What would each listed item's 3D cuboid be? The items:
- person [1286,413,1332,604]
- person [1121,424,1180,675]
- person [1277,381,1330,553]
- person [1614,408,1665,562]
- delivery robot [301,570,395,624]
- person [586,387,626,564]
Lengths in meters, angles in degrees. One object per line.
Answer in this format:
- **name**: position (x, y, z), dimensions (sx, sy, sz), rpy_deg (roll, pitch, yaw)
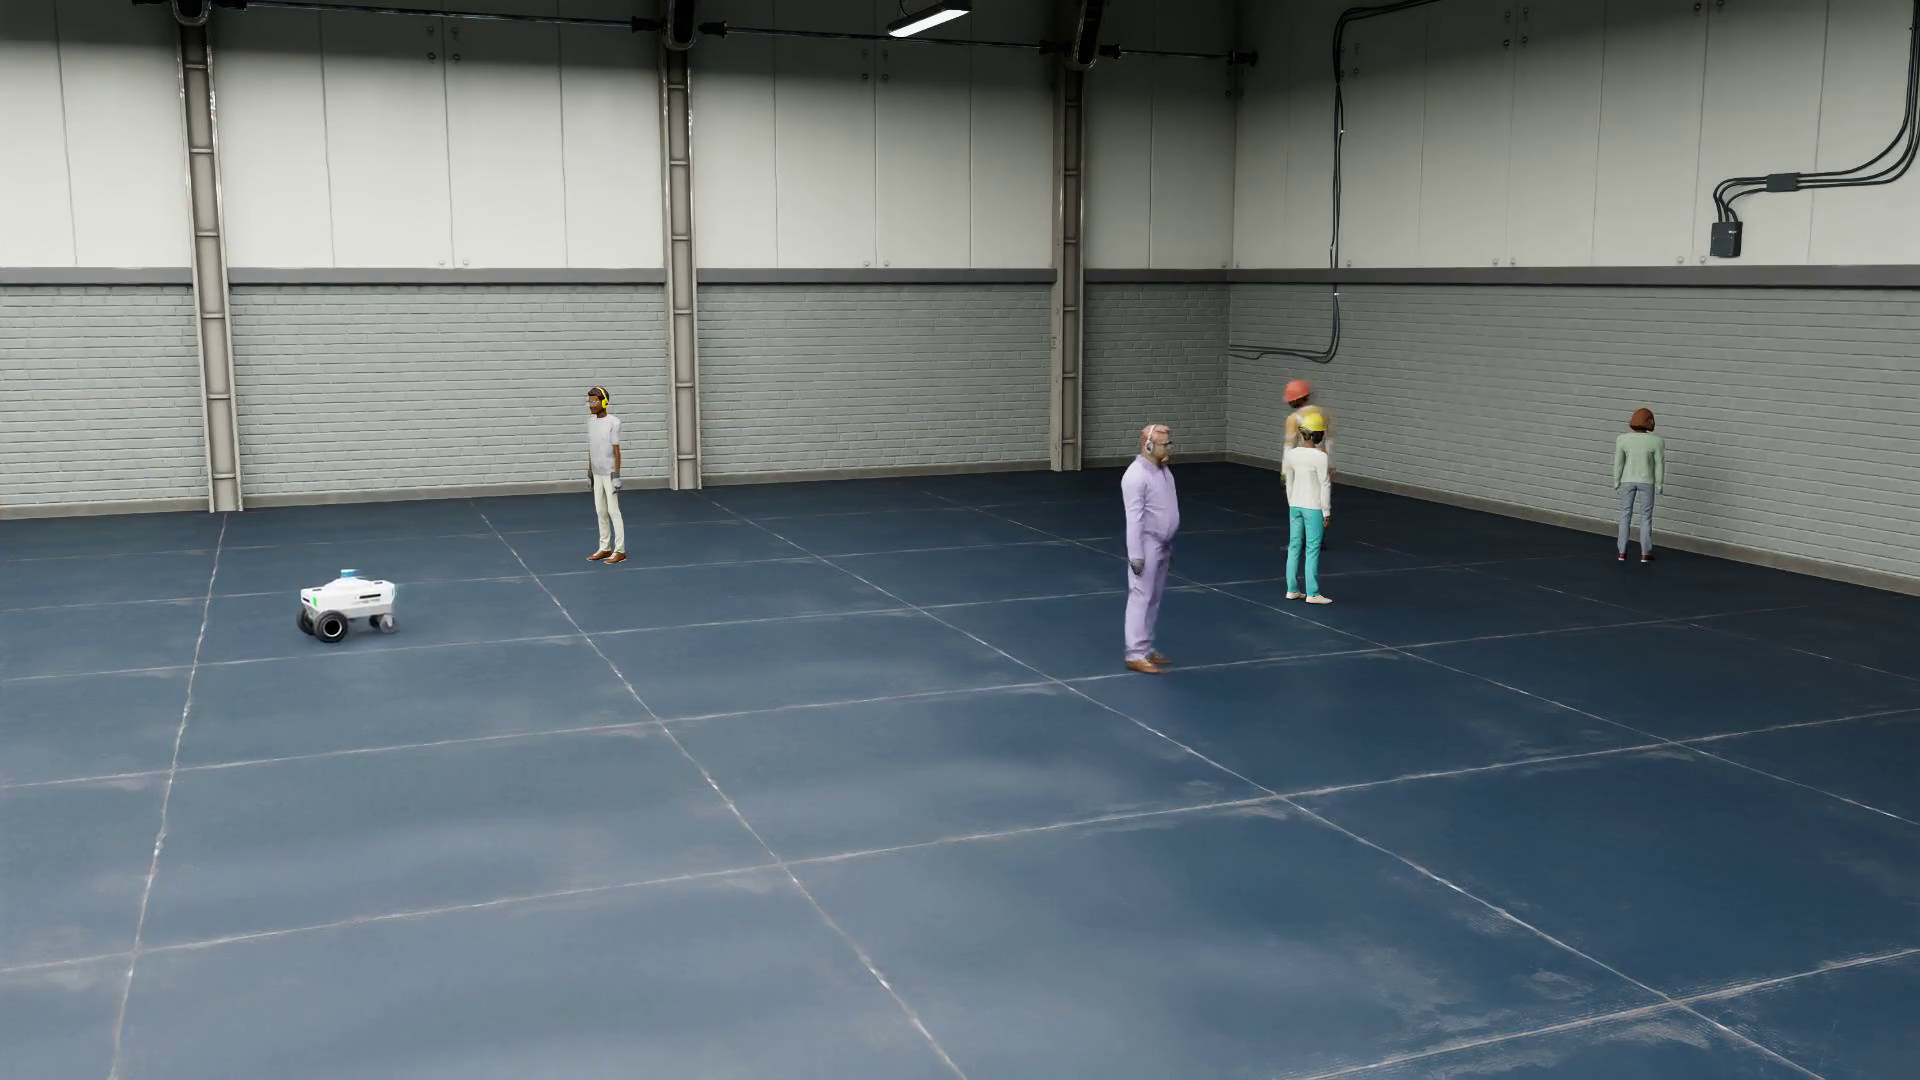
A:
- **person**: position (3.234, -0.288, 15.390), dimensions (0.314, 1.769, 0.525), rpy_deg (-6, 11, -33)
- **person**: position (1.481, 0.060, 12.769), dimensions (0.403, 1.905, 0.651), rpy_deg (5, 10, 28)
- **person**: position (3.779, -0.798, 18.229), dimensions (0.665, 1.892, 0.370), rpy_deg (-4, 10, -25)
- **person**: position (7.202, -0.584, 17.660), dimensions (0.503, 1.631, 0.282), rpy_deg (6, 11, 34)
- **delivery robot**: position (-5.138, 0.492, 13.985), dimensions (0.707, 0.478, 0.477), rpy_deg (-7, 12, -39)
- **person**: position (-3.760, -0.683, 17.578), dimensions (0.516, 1.865, 0.312), rpy_deg (7, 11, 38)
